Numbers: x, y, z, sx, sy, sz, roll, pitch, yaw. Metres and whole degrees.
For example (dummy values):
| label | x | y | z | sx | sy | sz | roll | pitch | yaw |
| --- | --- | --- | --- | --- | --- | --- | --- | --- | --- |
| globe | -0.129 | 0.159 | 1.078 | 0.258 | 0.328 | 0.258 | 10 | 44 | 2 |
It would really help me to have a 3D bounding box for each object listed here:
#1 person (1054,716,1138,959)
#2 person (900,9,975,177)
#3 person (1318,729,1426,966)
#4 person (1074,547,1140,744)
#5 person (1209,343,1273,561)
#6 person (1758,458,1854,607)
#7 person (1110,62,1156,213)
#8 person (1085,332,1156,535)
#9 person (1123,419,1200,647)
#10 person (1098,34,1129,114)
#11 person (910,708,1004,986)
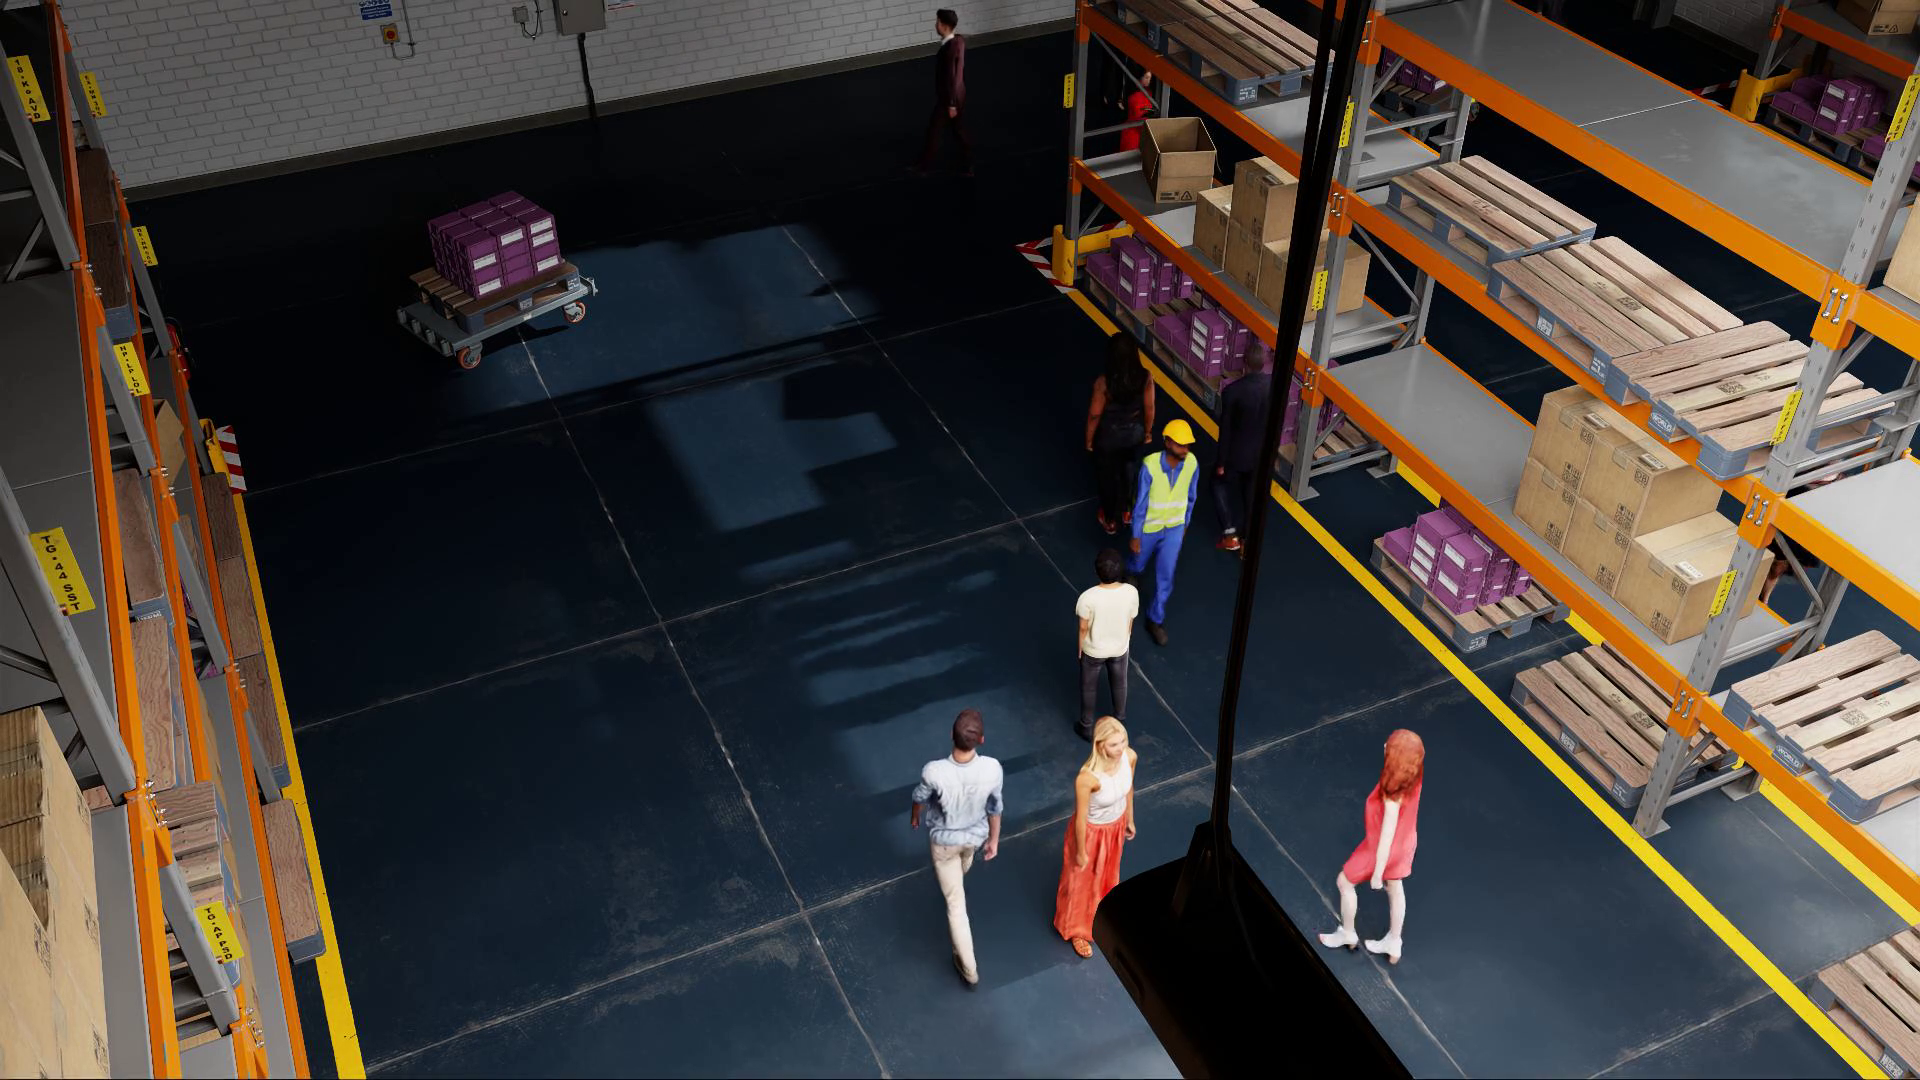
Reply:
| label | x | y | z | sx | sy | sz | roll | pitch | yaw |
| --- | --- | --- | --- | --- | --- | --- | --- | --- | --- |
| person | 0.808 | 1.696 | 9.716 | 0.686 | 1.802 | 0.668 | -27 | 46 | -29 |
| person | -0.016 | -4.710 | 17.707 | 1.117 | 1.839 | 1.089 | 8 | 39 | 10 |
| person | 2.535 | 1.827 | 9.548 | 0.855 | 1.806 | 0.791 | 23 | 44 | 26 |
| person | 0.971 | 0.717 | 11.119 | 0.620 | 1.581 | 0.541 | -9 | 39 | -11 |
| person | 2.185 | -0.588 | 12.584 | 0.748 | 1.791 | 0.711 | -12 | 40 | -14 |
| person | 6.030 | -0.113 | 12.059 | 0.840 | 1.704 | 0.920 | 4 | 39 | 5 |
| person | 1.703 | -4.066 | 16.998 | 0.863 | 1.718 | 0.825 | 4 | 39 | 5 |
| person | 1.250 | -0.761 | 12.786 | 0.734 | 1.808 | 0.712 | -9 | 39 | -11 |
| person | 1.405 | -0.154 | 12.046 | 0.827 | 1.783 | 1.173 | -7 | 39 | -9 |
| person | 1.787 | -5.753 | 19.119 | 0.686 | 1.707 | 0.761 | 16 | 41 | 19 |
| person | 0.009 | 1.801 | 9.595 | 0.812 | 1.788 | 1.300 | -10 | 40 | -12 |
